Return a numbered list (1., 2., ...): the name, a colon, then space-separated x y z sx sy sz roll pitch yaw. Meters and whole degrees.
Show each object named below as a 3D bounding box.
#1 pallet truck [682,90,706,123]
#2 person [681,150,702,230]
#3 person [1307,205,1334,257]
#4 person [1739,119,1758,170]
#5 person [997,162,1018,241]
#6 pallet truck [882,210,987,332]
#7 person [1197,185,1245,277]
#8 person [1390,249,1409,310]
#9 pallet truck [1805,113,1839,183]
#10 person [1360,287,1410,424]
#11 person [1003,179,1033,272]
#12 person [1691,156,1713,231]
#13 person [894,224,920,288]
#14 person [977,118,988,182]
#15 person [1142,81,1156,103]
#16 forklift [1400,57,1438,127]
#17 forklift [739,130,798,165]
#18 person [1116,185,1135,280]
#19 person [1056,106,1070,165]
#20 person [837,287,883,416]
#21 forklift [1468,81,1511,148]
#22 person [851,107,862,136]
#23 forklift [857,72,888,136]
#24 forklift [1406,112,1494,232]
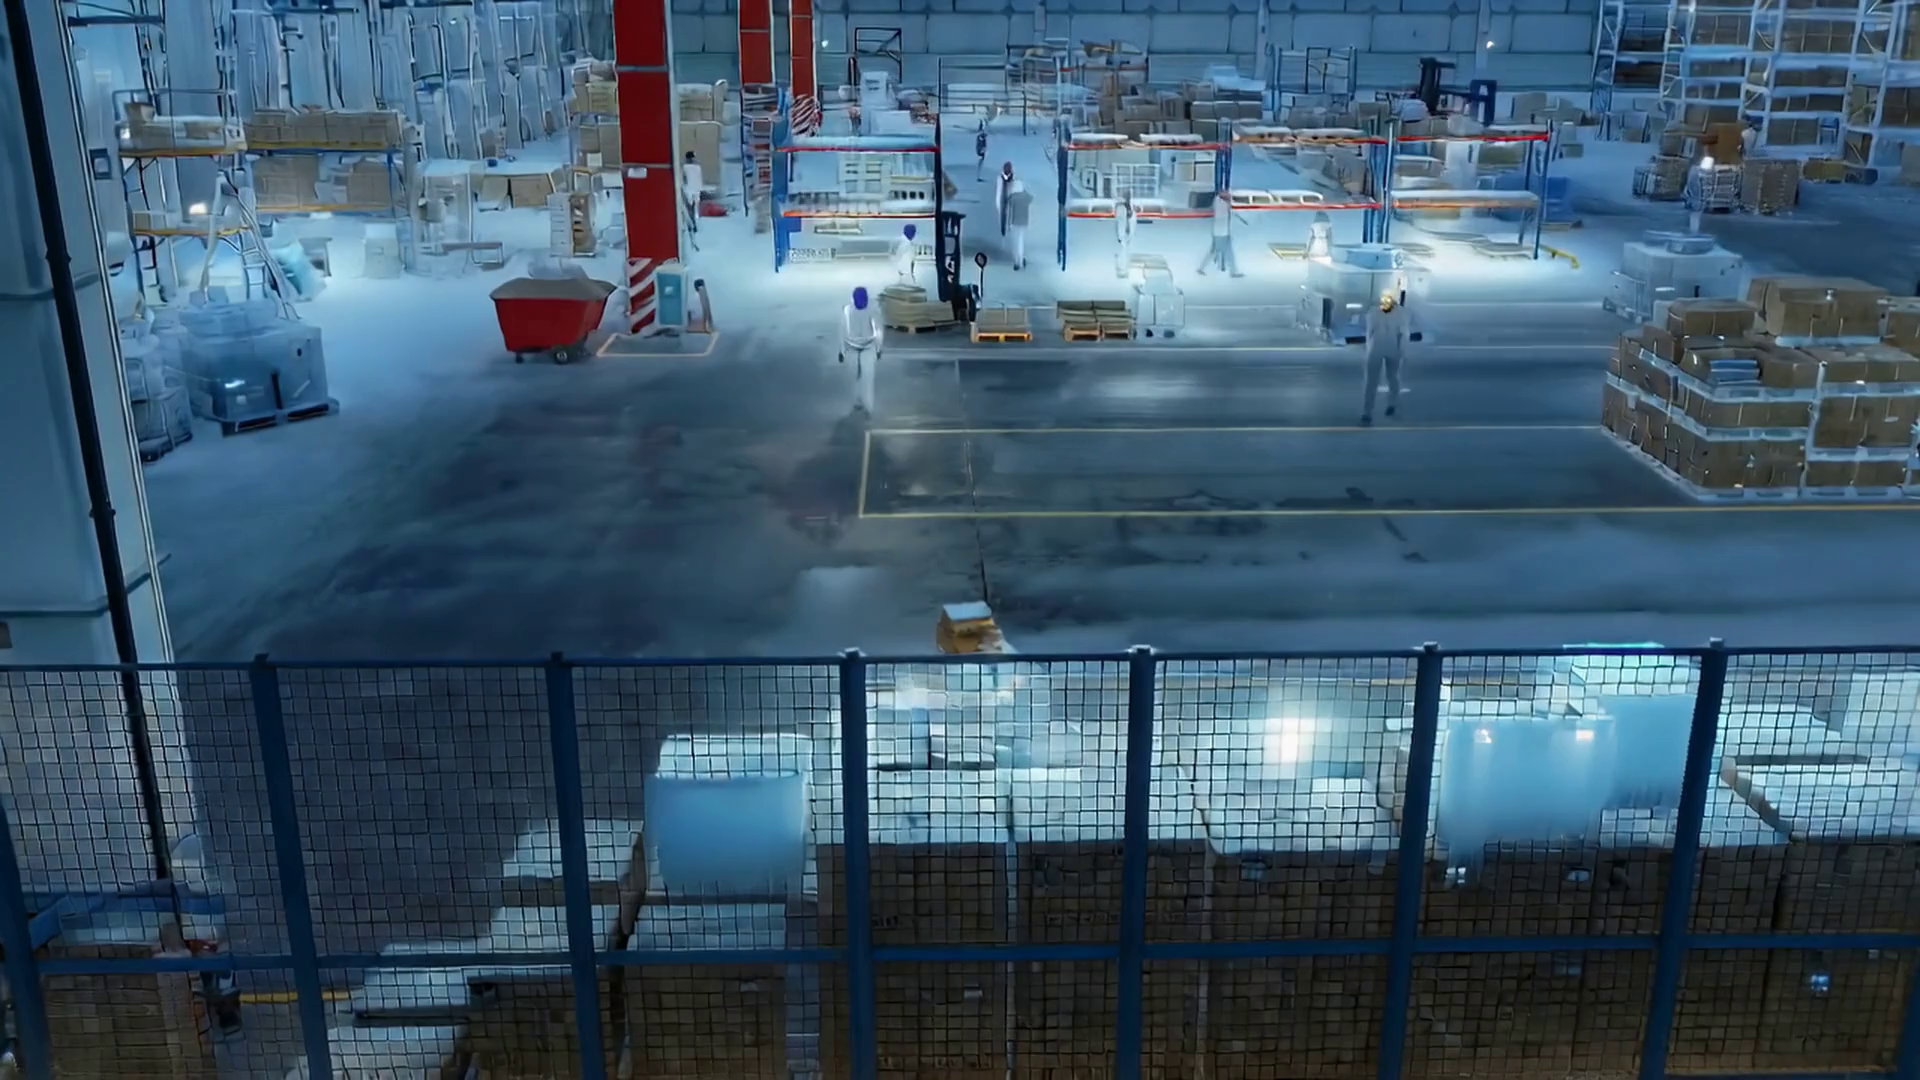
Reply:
1. pallet truck: -9.671 -15.907 62.421 0.823 1.965 1.885 5 19 15
2. person: -6.559 -8.562 40.745 0.547 1.925 0.504 -9 21 -25
3. person: 7.001 -5.644 32.368 0.493 1.743 0.295 1 19 3
4. person: 24.190 -11.985 51.072 0.516 1.818 0.996 4 19 10
5. person: 1.119 -8.043 39.387 0.511 1.812 0.938 -1 19 -4
6. pallet truck: -0.493 -4.759 29.349 1.885 1.965 0.823 -13 23 -34
7. person: 5.395 -6.360 34.283 0.961 1.883 0.592 -2 19 -5
8. person: 6.904 -3.660 26.320 0.340 1.864 0.594 0 19 1
9. pallet truck: 26.403 -11.957 50.702 0.823 1.965 1.885 6 19 16
10. person: 5.902 -2.576 23.080 0.631 1.883 1.074 10 21 28
11. person: 1.209 -6.608 34.939 0.647 1.925 0.440 -6 19 -16
12. person: 17.455 -8.046 39.148 0.367 1.966 0.607 4 19 11
13. person: -0.959 -4.956 30.474 0.547 1.637 0.923 18 25 42
14. person: 0.680 -11.858 50.583 0.337 1.882 0.583 4 19 12
15. person: 7.739 -17.925 68.518 0.644 1.924 0.537 -2 19 -6
16. forklift: 19.327 -18.501 68.755 1.873 2.768 1.129 -1 19 -1
17. forklift: -6.389 -13.889 55.073 1.873 2.768 1.129 -1 19 -1
18. person: 3.384 -6.295 34.032 0.372 1.914 0.597 9 21 26
19. person: 3.419 -13.364 54.970 0.375 1.938 0.546 -16 25 -40
20. person: -1.415 -2.674 23.492 0.628 1.792 0.974 1 19 2
21. forklift: 16.581 -13.188 52.995 1.873 2.768 1.129 -9 20 -24
22. person: -3.583 -14.343 58.349 0.546 1.617 0.531 -6 20 -18
23. forklift: -3.003 -15.007 58.391 1.129 2.768 1.873 -6 20 -18
24. forklift: 12.031 -8.987 40.531 1.873 2.768 1.129 -1 19 -2
